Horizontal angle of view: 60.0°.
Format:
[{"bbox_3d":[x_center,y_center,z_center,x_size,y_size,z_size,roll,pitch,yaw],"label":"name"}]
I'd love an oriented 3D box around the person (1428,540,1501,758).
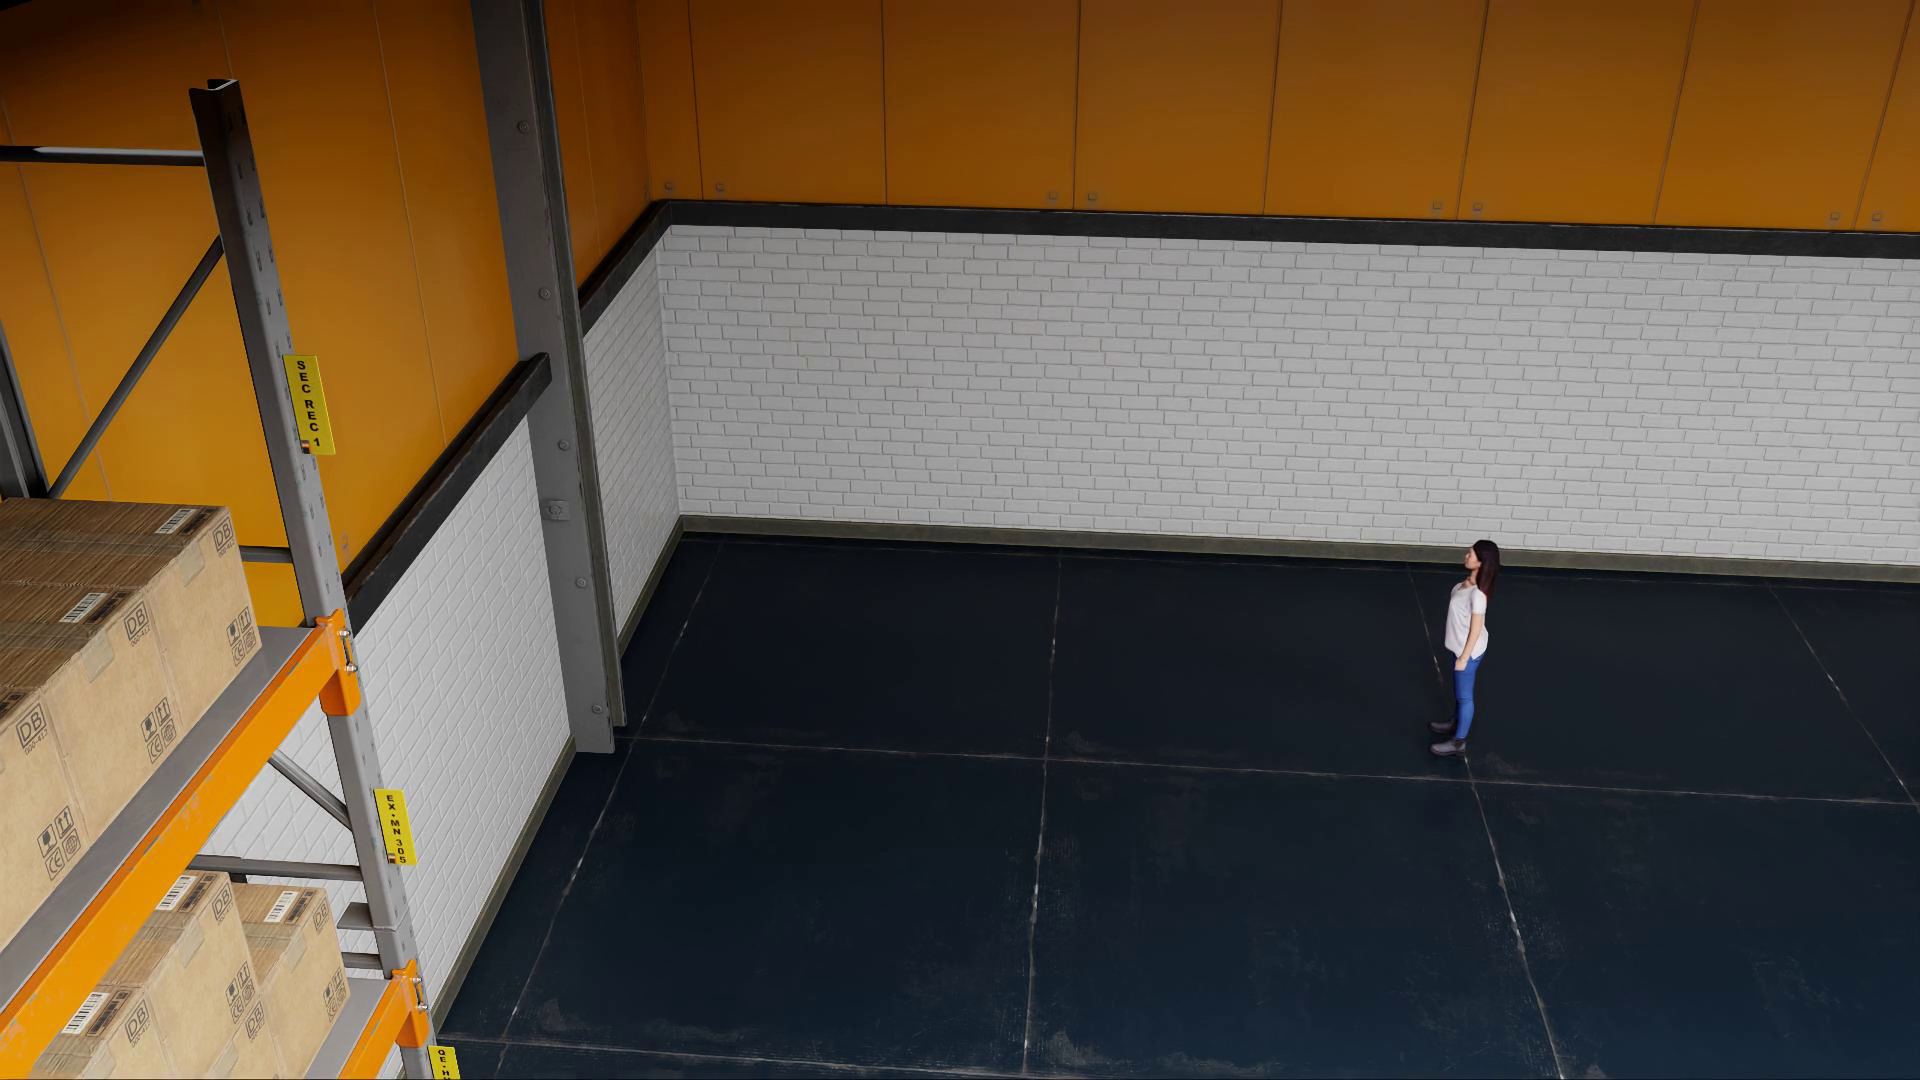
[{"bbox_3d":[3.561,0.758,11.650,0.690,1.685,0.515,7,29,13],"label":"person"}]
